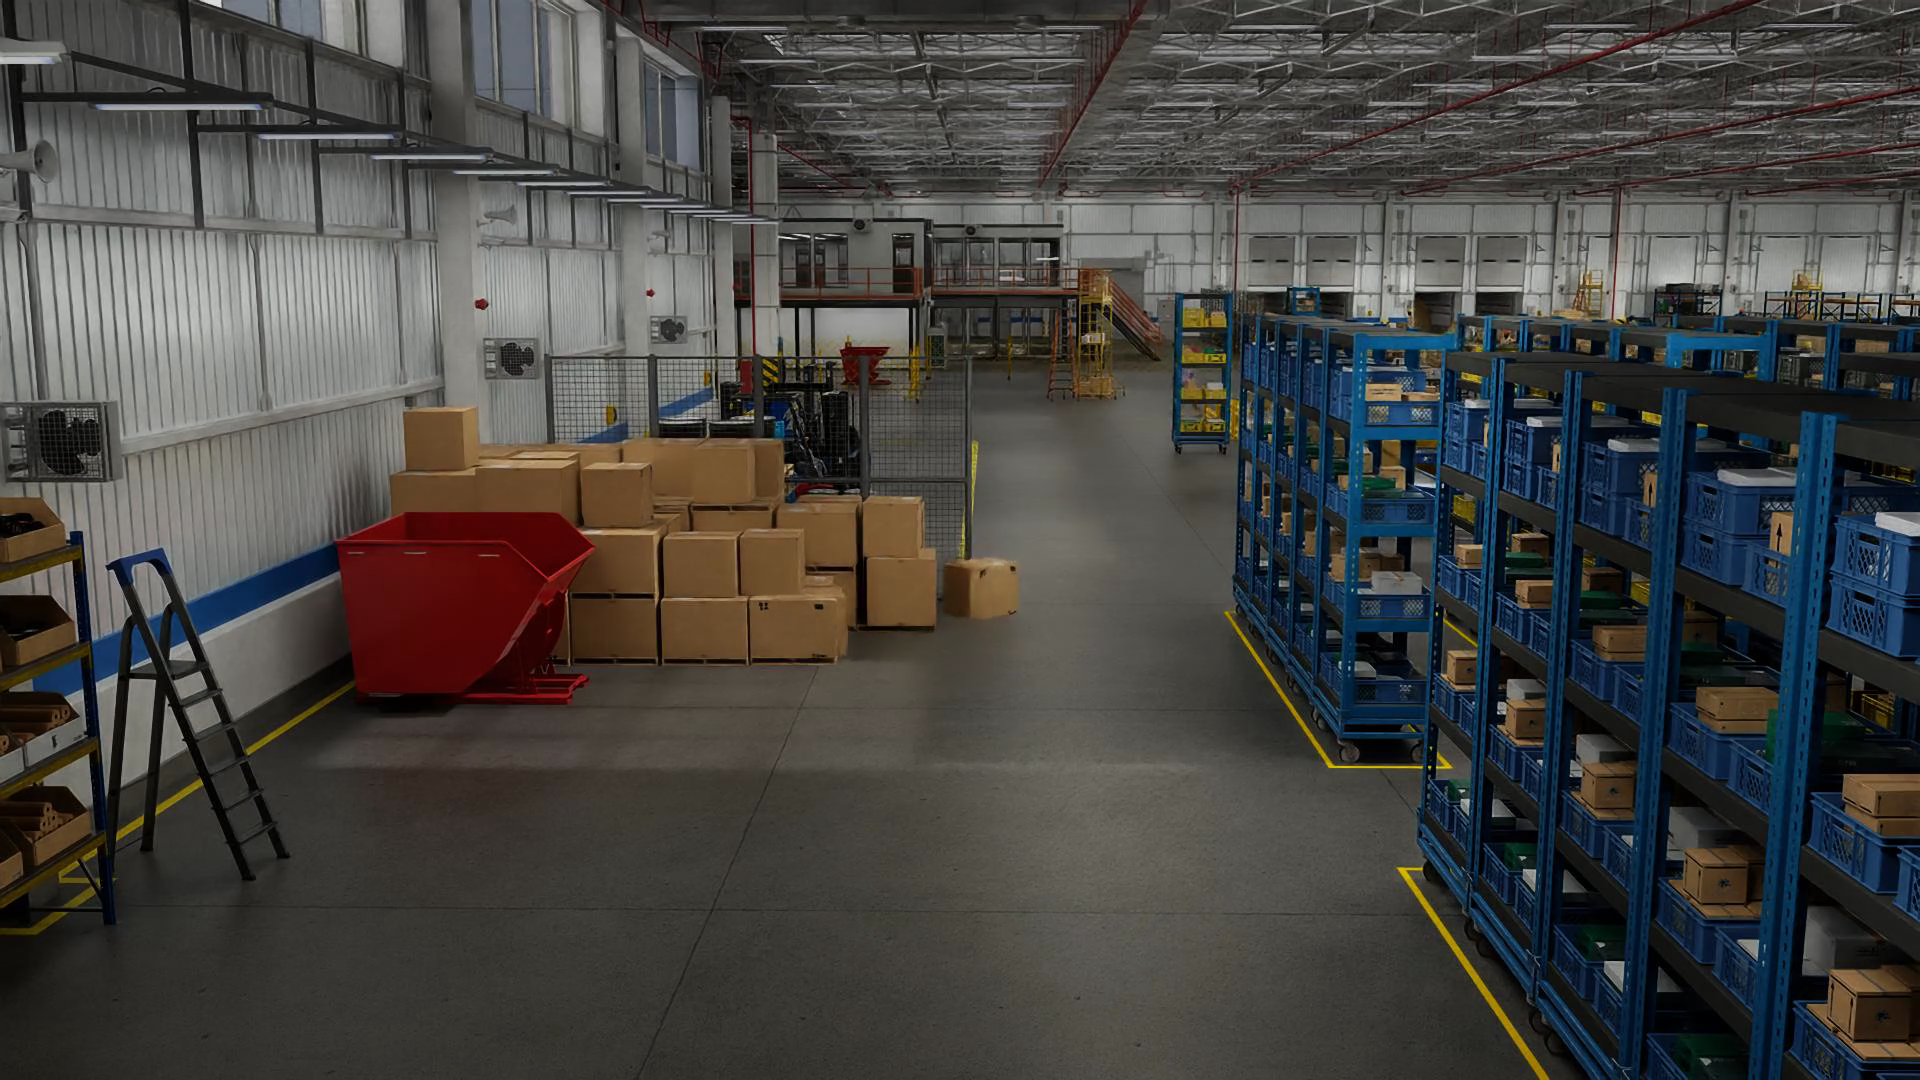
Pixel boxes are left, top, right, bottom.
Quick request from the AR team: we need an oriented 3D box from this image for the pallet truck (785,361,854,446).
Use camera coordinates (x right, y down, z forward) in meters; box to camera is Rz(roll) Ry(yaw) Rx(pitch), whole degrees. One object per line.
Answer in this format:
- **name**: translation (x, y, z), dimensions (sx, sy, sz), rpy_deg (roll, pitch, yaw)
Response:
- **pallet truck**: translation (-3.410, -3.193, 38.978), dimensions (1.885, 1.965, 0.823), rpy_deg (0, 9, -1)

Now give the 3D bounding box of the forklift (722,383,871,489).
- **forklift**: translation (-2.893, -1.687, 28.729), dimensions (2.680, 1.987, 1.157), rpy_deg (0, 9, -1)

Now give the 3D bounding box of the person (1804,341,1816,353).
- **person**: translation (27.576, -5.571, 54.193), dimensions (0.596, 1.817, 0.456), rpy_deg (1, 9, 6)

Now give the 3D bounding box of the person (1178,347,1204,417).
- **person**: translation (6.500, -4.411, 46.562), dimensions (1.016, 1.970, 0.704), rpy_deg (-1, 9, -5)

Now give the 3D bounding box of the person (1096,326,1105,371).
- **person**: translation (5.747, -7.792, 67.860), dimensions (0.345, 1.839, 0.501), rpy_deg (-2, 10, -15)

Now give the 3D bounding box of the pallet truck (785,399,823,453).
- **pallet truck**: translation (-3.814, -2.432, 36.419), dimensions (1.630, 1.274, 0.653), rpy_deg (0, 9, 1)

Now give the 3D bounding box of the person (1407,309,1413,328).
- **person**: translation (25.587, -12.171, 94.614), dimensions (0.396, 1.919, 0.588), rpy_deg (5, 11, 29)

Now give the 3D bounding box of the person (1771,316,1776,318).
- **person**: translation (39.458, -9.898, 80.676), dimensions (0.354, 1.887, 0.572), rpy_deg (6, 11, 34)

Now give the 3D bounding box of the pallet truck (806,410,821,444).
- **pallet truck**: translation (-3.559, -2.018, 33.905), dimensions (1.522, 1.261, 0.704), rpy_deg (0, 9, -1)

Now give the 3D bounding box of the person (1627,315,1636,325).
- **person**: translation (34.746, -10.737, 86.027), dimensions (0.573, 1.828, 0.644), rpy_deg (1, 9, 9)

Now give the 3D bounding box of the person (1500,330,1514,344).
- **person**: translation (20.371, -6.915, 62.113), dimensions (0.543, 1.939, 0.361), rpy_deg (9, 13, 44)

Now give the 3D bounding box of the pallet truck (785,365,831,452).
- **pallet truck**: translation (-3.774, -2.976, 37.635), dimensions (1.885, 1.965, 0.823), rpy_deg (1, 9, 5)

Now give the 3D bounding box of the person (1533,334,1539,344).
- **person**: translation (22.903, -7.592, 66.476), dimensions (0.934, 1.885, 0.592), rpy_deg (-3, 10, -15)

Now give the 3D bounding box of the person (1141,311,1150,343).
- **person**: translation (10.467, -12.071, 94.228), dimensions (0.428, 1.840, 0.631), rpy_deg (-7, 12, -38)

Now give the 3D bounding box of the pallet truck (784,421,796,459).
- **pallet truck**: translation (-4.013, -1.793, 32.705), dimensions (1.601, 1.201, 0.680), rpy_deg (0, 9, 1)

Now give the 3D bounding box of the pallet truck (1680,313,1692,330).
- **pallet truck**: translation (36.315, -10.531, 84.244), dimensions (0.823, 1.965, 1.885), rpy_deg (-6, 11, -33)

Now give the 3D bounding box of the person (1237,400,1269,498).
- **person**: translation (5.087, -1.475, 28.681), dimensions (0.639, 1.902, 0.406), rpy_deg (-5, 11, -29)

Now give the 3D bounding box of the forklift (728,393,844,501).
- **forklift**: translation (-2.979, -1.316, 26.476), dimensions (2.680, 1.987, 1.157), rpy_deg (0, 9, 1)

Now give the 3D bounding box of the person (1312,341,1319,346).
- **person**: translation (14.270, -7.760, 67.331), dimensions (0.937, 1.936, 0.606), rpy_deg (9, 13, 44)

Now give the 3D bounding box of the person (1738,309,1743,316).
- **person**: translation (44.258, -12.132, 94.309), dimensions (0.551, 1.933, 0.365), rpy_deg (-2, 10, -15)

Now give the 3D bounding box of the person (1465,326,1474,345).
- **person**: translation (24.096, -9.545, 78.616), dimensions (0.389, 1.847, 0.559), rpy_deg (-5, 11, -29)

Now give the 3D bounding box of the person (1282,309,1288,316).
- **person**: translation (18.646, -12.264, 95.127), dimensions (0.634, 1.933, 0.617), rpy_deg (8, 12, 40)
